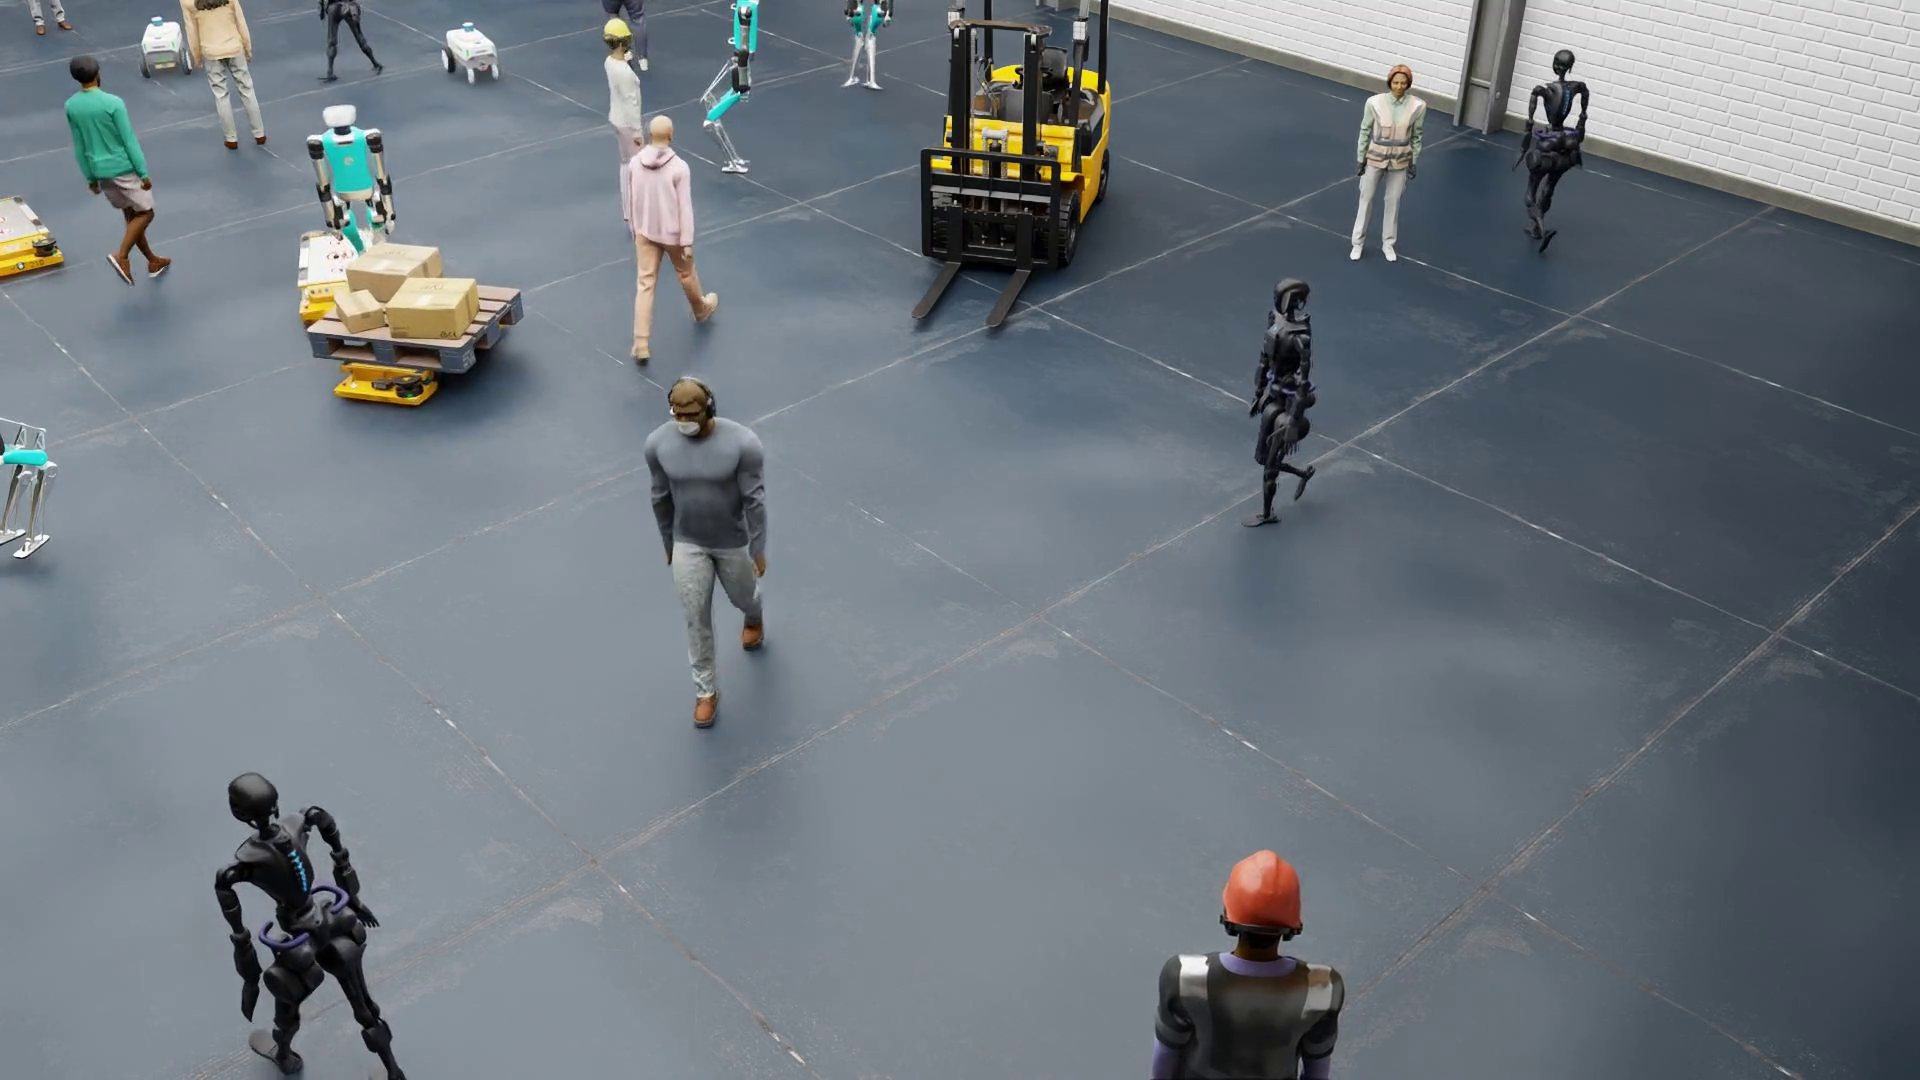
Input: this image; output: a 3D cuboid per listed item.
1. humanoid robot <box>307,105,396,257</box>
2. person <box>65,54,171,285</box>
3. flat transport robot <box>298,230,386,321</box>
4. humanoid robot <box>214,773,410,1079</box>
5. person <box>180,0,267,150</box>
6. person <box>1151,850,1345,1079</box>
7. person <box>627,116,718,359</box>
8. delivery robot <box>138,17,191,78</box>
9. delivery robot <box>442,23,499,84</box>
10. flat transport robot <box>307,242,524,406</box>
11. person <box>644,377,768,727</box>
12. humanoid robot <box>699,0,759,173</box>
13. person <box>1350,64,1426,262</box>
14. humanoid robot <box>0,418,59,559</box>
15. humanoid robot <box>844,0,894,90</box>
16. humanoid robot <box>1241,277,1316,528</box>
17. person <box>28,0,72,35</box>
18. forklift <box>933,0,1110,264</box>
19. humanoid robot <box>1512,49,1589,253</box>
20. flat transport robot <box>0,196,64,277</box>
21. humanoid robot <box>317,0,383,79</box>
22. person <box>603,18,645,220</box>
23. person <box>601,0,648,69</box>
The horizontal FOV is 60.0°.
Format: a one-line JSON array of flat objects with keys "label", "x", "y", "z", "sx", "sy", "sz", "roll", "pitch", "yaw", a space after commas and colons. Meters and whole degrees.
[{"label": "humanoid robot", "x": -4.617, "y": -2.564, "z": 12.782, "sx": 0.530, "sy": 1.752, "sz": 0.882, "roll": -11, "pitch": 35, "yaw": -16}, {"label": "person", "x": -6.747, "y": -2.904, "z": 13.210, "sx": 0.545, "sy": 1.813, "sz": 0.687, "roll": 4, "pitch": 33, "yaw": 6}, {"label": "flat transport robot", "x": -5.013, "y": -2.186, "z": 13.533, "sx": 0.659, "sy": 0.231, "sz": 1.431, "roll": -9, "pitch": 34, "yaw": -14}, {"label": "humanoid robot", "x": -2.597, "y": 1.547, "z": 6.532, "sx": 0.754, "sy": 1.624, "sz": 0.613, "roll": 18, "pitch": 37, "yaw": 25}, {"label": "person", "x": -7.045, "y": -4.669, "z": 15.879, "sx": 0.553, "sy": 1.877, "sz": 0.404, "roll": -17, "pitch": 37, "yaw": -24}, {"label": "person", "x": 0.941, "y": 1.868, "z": 5.693, "sx": 0.598, "sy": 2.035, "sz": 0.396, "roll": 1, "pitch": 33, "yaw": 1}, {"label": "person", "x": -2.208, "y": -2.258, "z": 12.317, "sx": 0.575, "sy": 1.729, "sz": 0.996, "roll": 8, "pitch": 34, "yaw": 12}, {"label": "delivery robot", "x": -8.730, "y": -5.412, "z": 18.227, "sx": 0.499, "sy": 0.592, "sz": 0.792, "roll": -10, "pitch": 34, "yaw": -15}, {"label": "delivery robot", "x": -5.304, "y": -5.316, "z": 18.074, "sx": 0.499, "sy": 0.587, "sz": 0.788, "roll": -19, "pitch": 37, "yaw": -26}, {"label": "flat transport robot", "x": -3.989, "y": -1.423, "z": 12.360, "sx": 0.659, "sy": 0.231, "sz": 1.431, "roll": 7, "pitch": 34, "yaw": 11}, {"label": "person", "x": -1.294, "y": -0.032, "z": 8.716, "sx": 0.628, "sy": 1.914, "sz": 0.879, "roll": 1, "pitch": 33, "yaw": 2}, {"label": "humanoid robot", "x": -2.167, "y": -4.285, "z": 15.387, "sx": 0.705, "sy": 1.754, "sz": 0.541, "roll": -2, "pitch": 33, "yaw": -2}, {"label": "person", "x": 3.509, "y": -3.095, "z": 13.671, "sx": 0.513, "sy": 1.641, "sz": 0.306, "roll": 3, "pitch": 33, "yaw": 4}, {"label": "humanoid robot", "x": -5.703, "y": -0.701, "z": 9.782, "sx": 0.533, "sy": 1.677, "sz": 0.735, "roll": 15, "pitch": 36, "yaw": 21}, {"label": "humanoid robot", "x": -0.963, "y": -5.594, "z": 17.430, "sx": 0.627, "sy": 1.781, "sz": 0.850, "roll": -2, "pitch": 33, "yaw": -2}, {"label": "humanoid robot", "x": 2.043, "y": -0.836, "z": 10.181, "sx": 0.533, "sy": 1.642, "sz": 0.594, "roll": -10, "pitch": 34, "yaw": -15}, {"label": "person", "x": -10.720, "y": -6.721, "z": 19.232, "sx": 0.462, "sy": 1.651, "sz": 0.333, "roll": -24, "pitch": 40, "yaw": -32}, {"label": "forklift", "x": 0.570, "y": -3.725, "z": 14.138, "sx": 1.214, "sy": 2.155, "sz": 2.313, "roll": 9, "pitch": 34, "yaw": 13}, {"label": "humanoid robot", "x": 4.982, "y": -3.237, "z": 13.869, "sx": 0.611, "sy": 1.631, "sz": 0.628, "roll": -7, "pitch": 34, "yaw": -10}, {"label": "flat transport robot", "x": -8.174, "y": -2.584, "z": 14.144, "sx": 0.659, "sy": 0.231, "sz": 1.431, "roll": -23, "pitch": 40, "yaw": -31}, {"label": "humanoid robot", "x": -6.631, "y": -5.736, "z": 17.736, "sx": 0.604, "sy": 1.635, "sz": 0.733, "roll": 17, "pitch": 37, "yaw": 24}, {"label": "person", "x": -2.853, "y": -3.579, "z": 14.338, "sx": 0.310, "sy": 1.728, "sz": 0.646, "roll": -16, "pitch": 36, "yaw": -23}, {"label": "person", "x": -3.675, "y": -6.043, "z": 18.019, "sx": 0.886, "sy": 1.836, "sz": 0.563, "roll": -17, "pitch": 37, "yaw": -24}]
